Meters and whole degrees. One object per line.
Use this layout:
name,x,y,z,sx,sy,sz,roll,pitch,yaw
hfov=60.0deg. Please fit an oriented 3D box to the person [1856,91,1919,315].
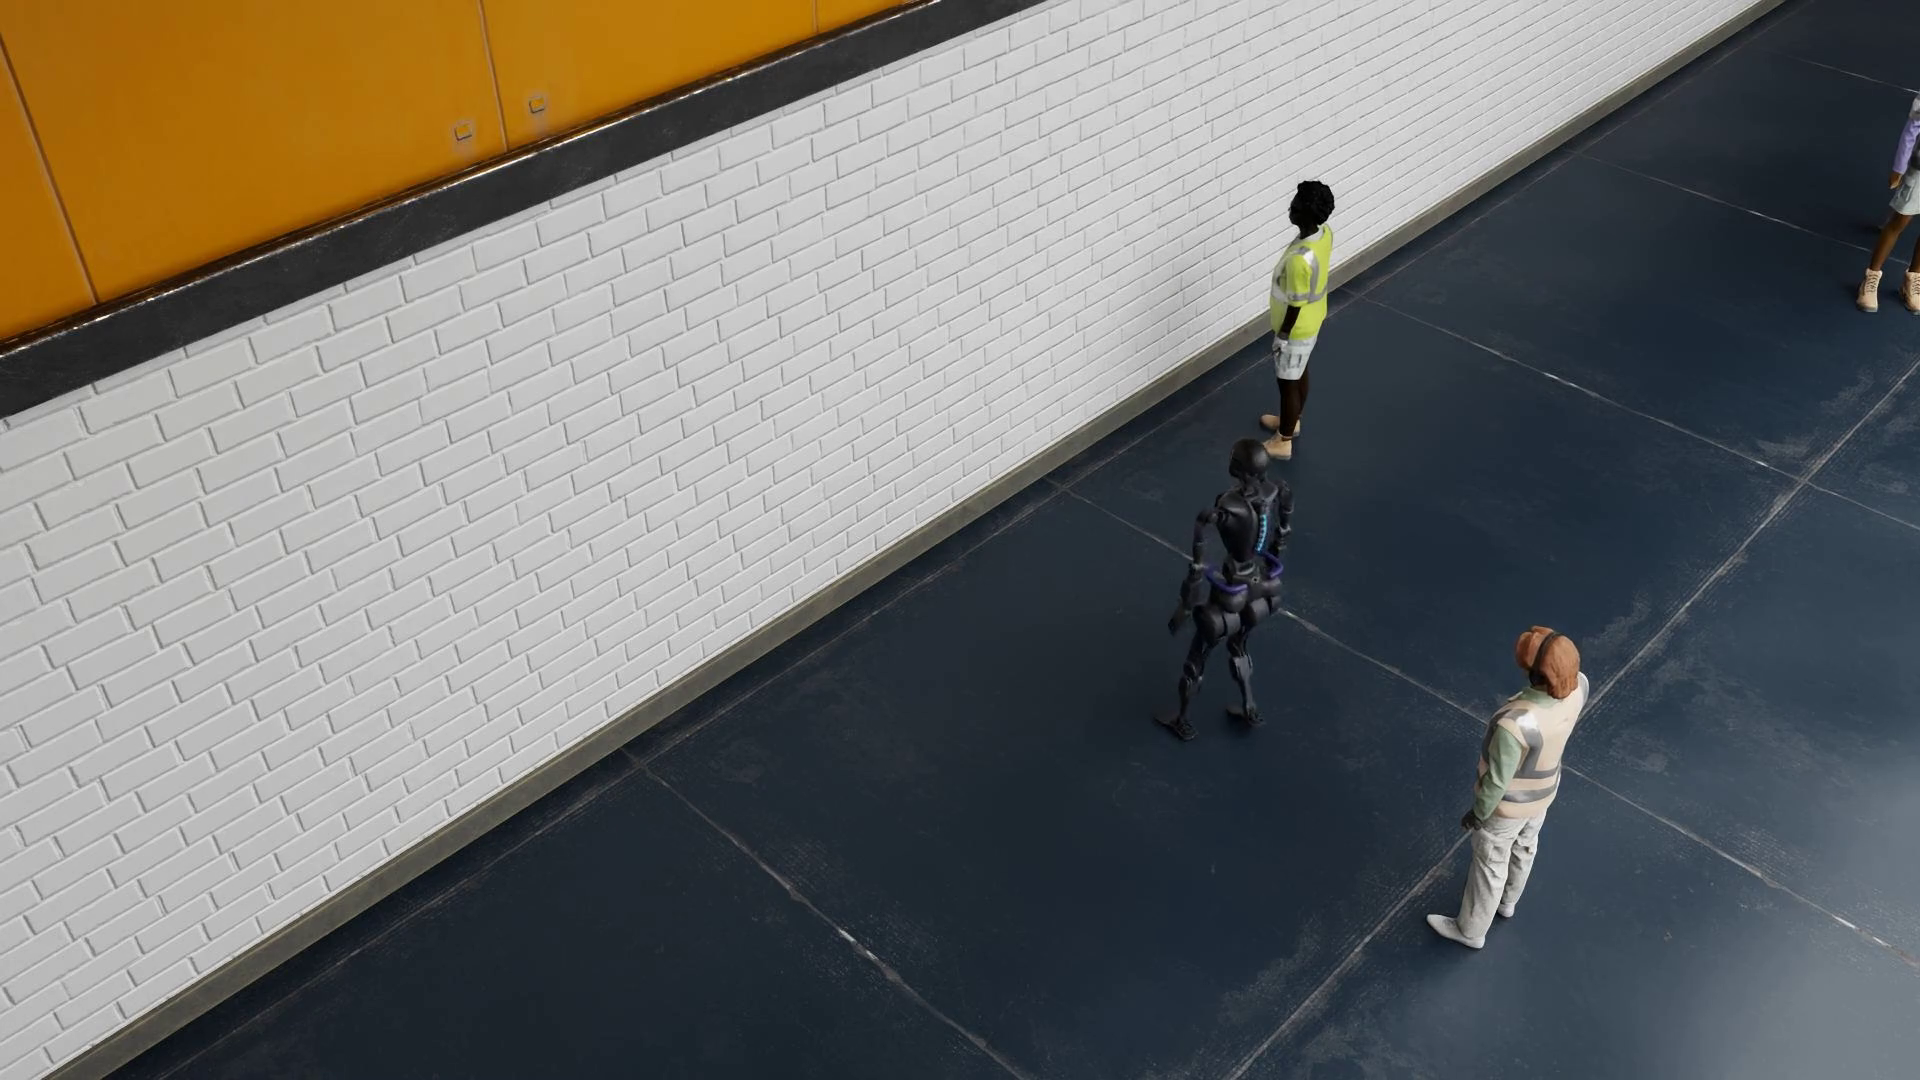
person,6.198,-2.362,10.455,0.613,2.042,0.371,4,39,5

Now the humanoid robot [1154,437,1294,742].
humanoid robot,1.245,0.245,7.489,0.587,1.645,0.396,-20,43,-23

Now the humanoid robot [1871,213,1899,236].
humanoid robot,6.811,-2.693,11.214,0.792,1.641,0.609,15,41,18

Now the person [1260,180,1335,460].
person,1.874,-1.228,9.308,0.318,1.699,0.535,15,41,18

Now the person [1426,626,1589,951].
person,2.192,0.994,6.580,0.510,1.638,0.306,-29,47,-31
